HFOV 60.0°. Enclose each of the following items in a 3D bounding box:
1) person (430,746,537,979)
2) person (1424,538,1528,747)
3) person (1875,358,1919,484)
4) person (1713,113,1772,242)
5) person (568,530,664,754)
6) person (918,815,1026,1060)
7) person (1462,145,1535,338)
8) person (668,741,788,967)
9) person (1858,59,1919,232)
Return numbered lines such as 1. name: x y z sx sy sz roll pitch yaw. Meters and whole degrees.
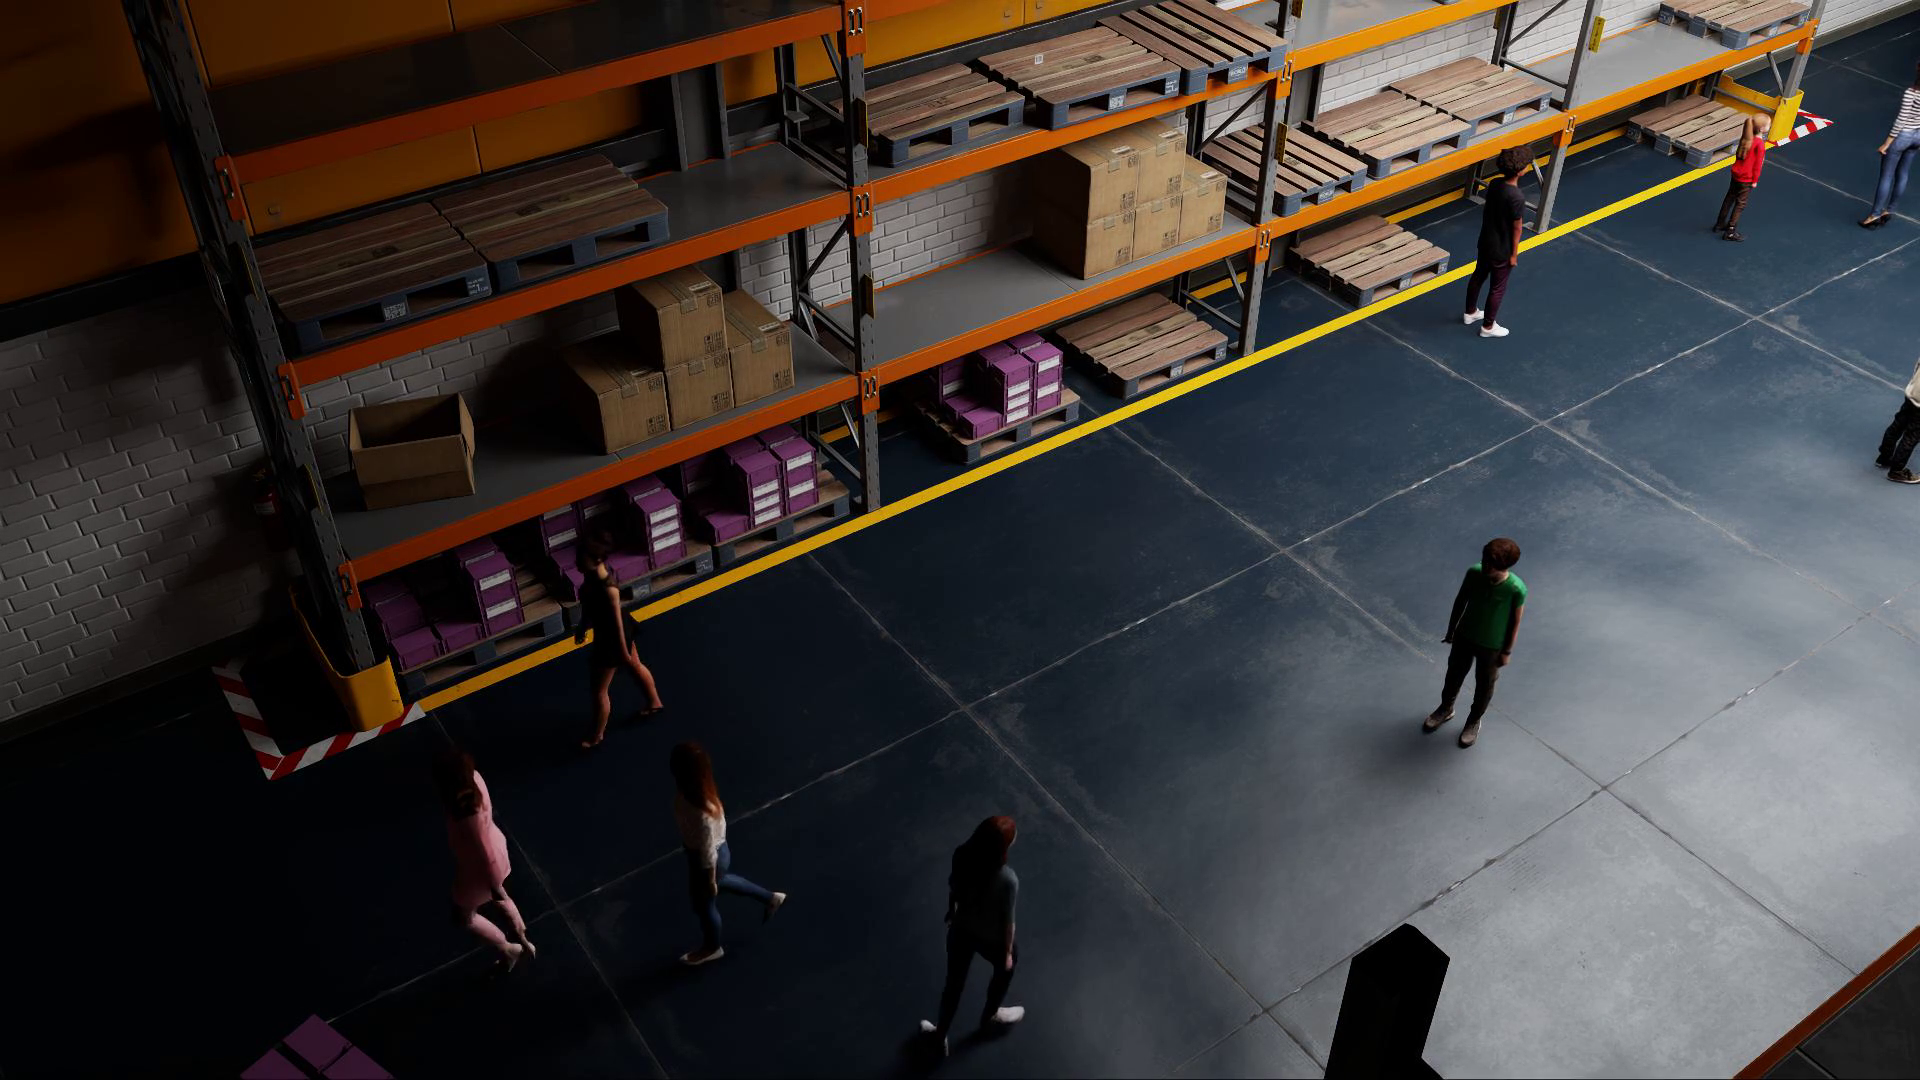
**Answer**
1. person: -2.561 1.775 9.217 0.738 1.788 0.717 -7 39 -9
2. person: 3.380 0.624 10.768 0.649 1.651 0.621 26 45 28
3. person: 7.598 -1.130 13.123 0.685 1.455 0.661 -1 39 -1
4. person: 7.703 -3.580 16.330 0.600 1.281 0.572 -6 39 -8
5. person: -2.186 0.598 10.803 0.954 1.649 0.664 -16 41 -20
6. person: 0.072 2.123 8.842 0.780 1.714 0.868 21 43 25
7. person: 4.785 -2.664 14.779 0.647 1.784 0.664 -14 41 -17
8. person: -1.330 1.749 9.311 0.982 1.713 0.771 -10 40 -12
9. person: 9.259 -3.893 16.310 0.530 1.795 0.701 -11 40 -14
